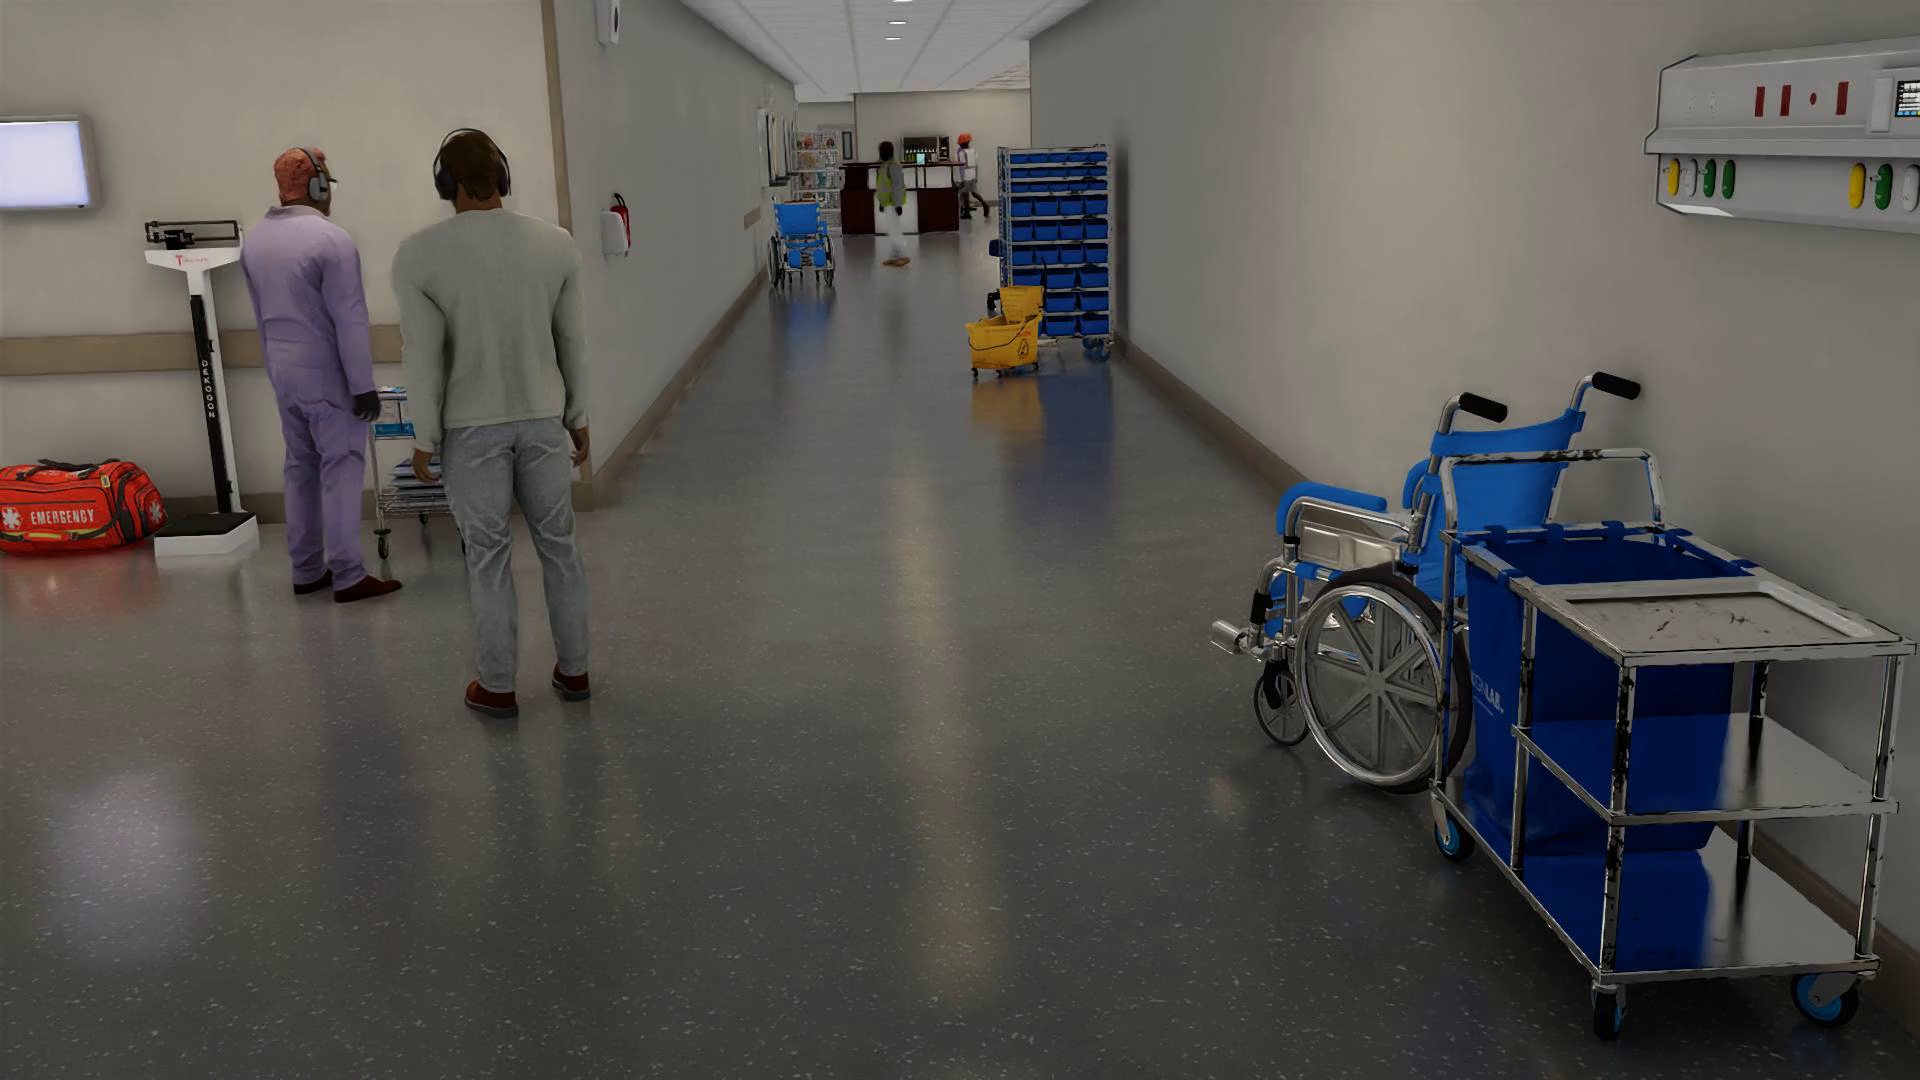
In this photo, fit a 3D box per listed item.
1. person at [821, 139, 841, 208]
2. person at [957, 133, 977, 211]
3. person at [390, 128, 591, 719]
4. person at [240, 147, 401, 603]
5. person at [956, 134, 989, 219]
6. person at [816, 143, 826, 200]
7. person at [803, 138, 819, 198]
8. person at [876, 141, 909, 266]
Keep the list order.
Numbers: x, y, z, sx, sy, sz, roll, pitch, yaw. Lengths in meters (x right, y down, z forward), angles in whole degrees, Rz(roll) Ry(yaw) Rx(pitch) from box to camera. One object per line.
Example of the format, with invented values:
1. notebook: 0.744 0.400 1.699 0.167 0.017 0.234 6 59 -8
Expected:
1. person: -3.417 -9.726 44.287 0.584 1.882 0.346 -13 18 -39
2. person: 0.175 -9.242 41.780 0.372 1.930 0.543 -9 16 -29
3. person: -1.516 -0.369 5.505 0.627 1.934 0.370 -10 16 -31
4. person: -2.684 -0.687 7.041 0.647 1.901 0.399 8 16 34
5. person: 0.249 -8.183 37.491 0.761 1.899 0.561 11 19 42
6. person: -4.323 -11.568 52.222 0.320 1.763 0.522 -11 16 -33
7. person: -4.196 -10.259 46.490 0.474 1.922 0.552 5 15 26
8. person: -1.023 -4.940 24.493 0.441 1.827 0.791 -4 14 -11
